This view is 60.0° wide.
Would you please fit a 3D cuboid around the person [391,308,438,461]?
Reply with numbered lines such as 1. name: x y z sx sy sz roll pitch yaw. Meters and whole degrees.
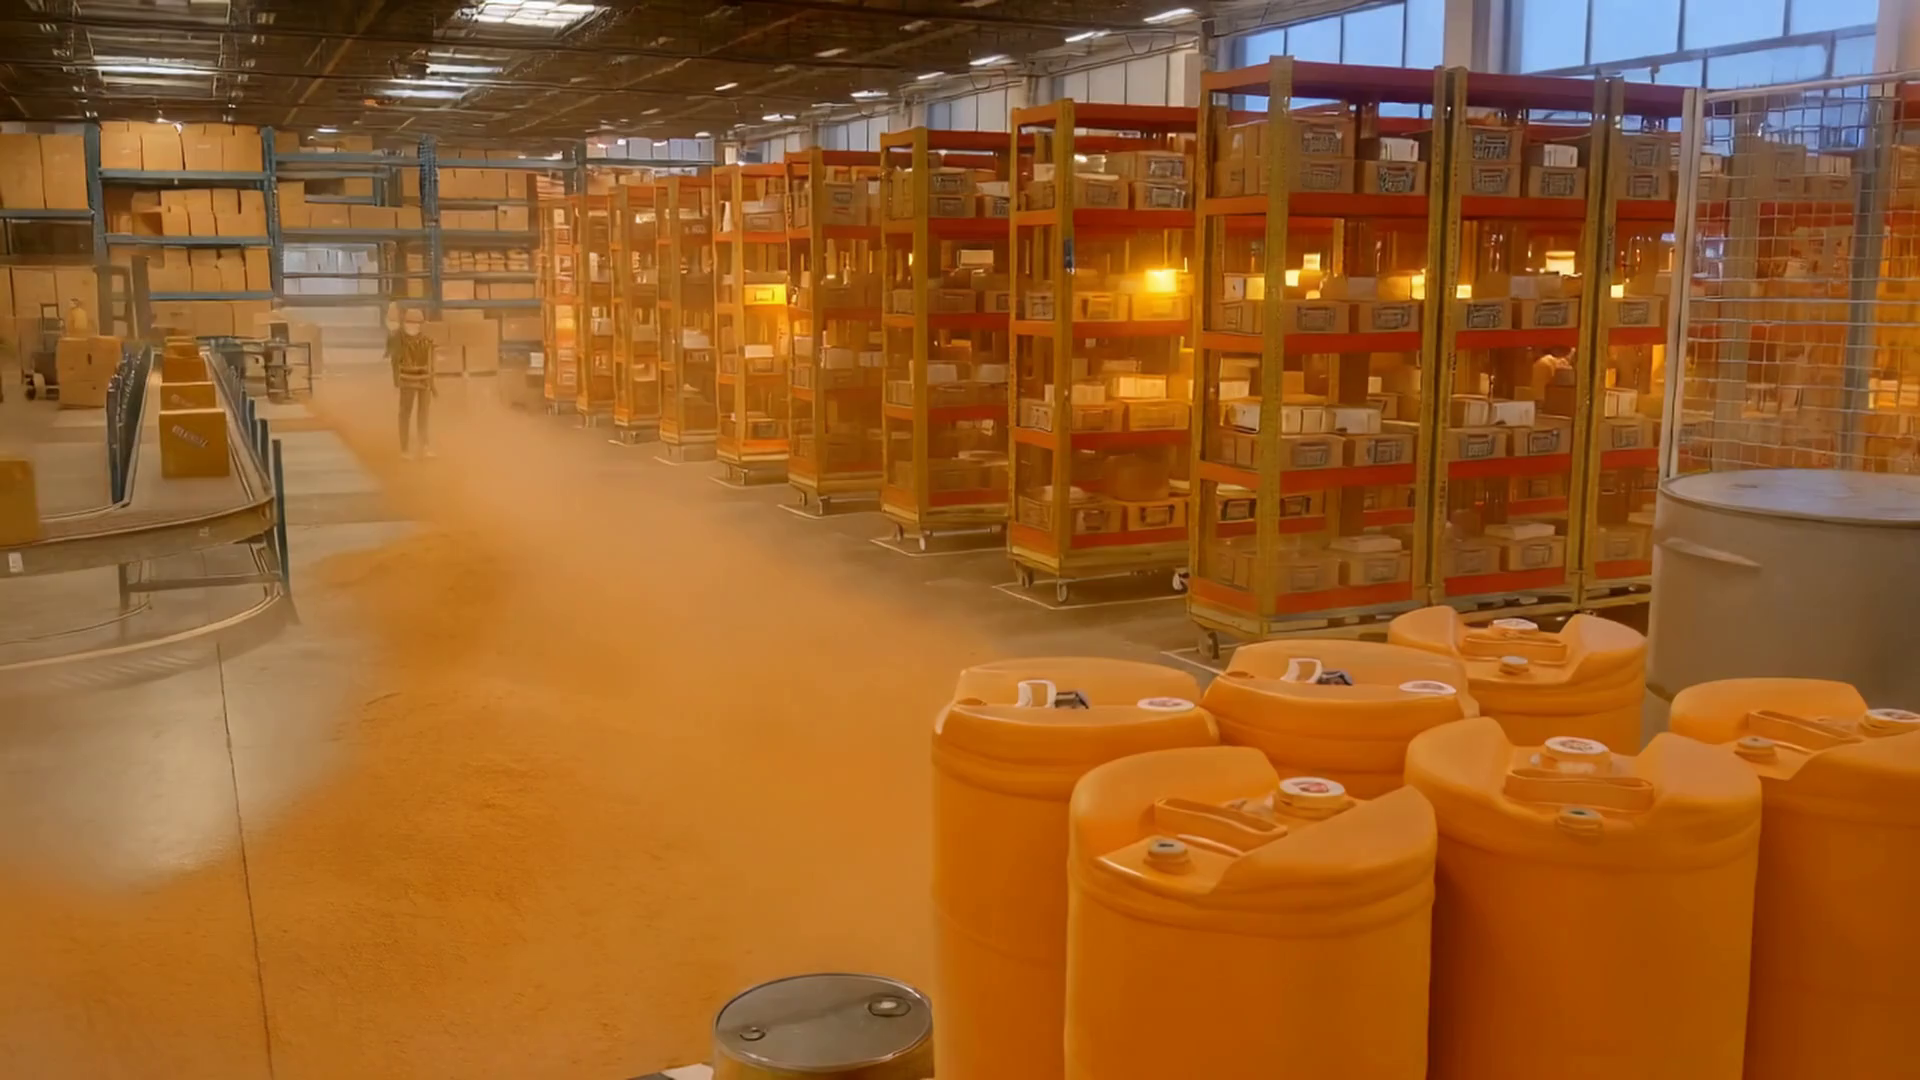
1. person: -6.976 -1.989 21.324 0.402 1.944 0.605 8 12 39

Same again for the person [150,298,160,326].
1. person: -22.494 -5.965 46.385 0.495 1.817 0.597 -3 10 -20

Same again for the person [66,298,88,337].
1. person: -20.246 -4.636 38.138 0.404 1.826 0.592 3 10 17

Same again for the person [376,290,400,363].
1. person: -14.900 -5.630 43.890 0.973 1.958 0.623 -4 10 -24

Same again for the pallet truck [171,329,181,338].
1. pallet truck: -17.275 -3.851 35.096 1.601 1.201 0.680 0 9 1

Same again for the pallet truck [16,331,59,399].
1. pallet truck: -17.082 -3.353 31.781 1.630 1.274 0.653 -4 10 -25

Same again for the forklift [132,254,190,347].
1. forklift: -19.306 -5.365 39.372 1.873 2.768 1.129 -4 10 -25

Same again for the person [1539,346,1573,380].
1. person: 5.974 -1.204 16.748 0.390 1.850 0.565 8 12 42

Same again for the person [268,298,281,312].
1. person: -17.518 -5.305 42.542 0.819 1.733 0.548 -5 10 -27
